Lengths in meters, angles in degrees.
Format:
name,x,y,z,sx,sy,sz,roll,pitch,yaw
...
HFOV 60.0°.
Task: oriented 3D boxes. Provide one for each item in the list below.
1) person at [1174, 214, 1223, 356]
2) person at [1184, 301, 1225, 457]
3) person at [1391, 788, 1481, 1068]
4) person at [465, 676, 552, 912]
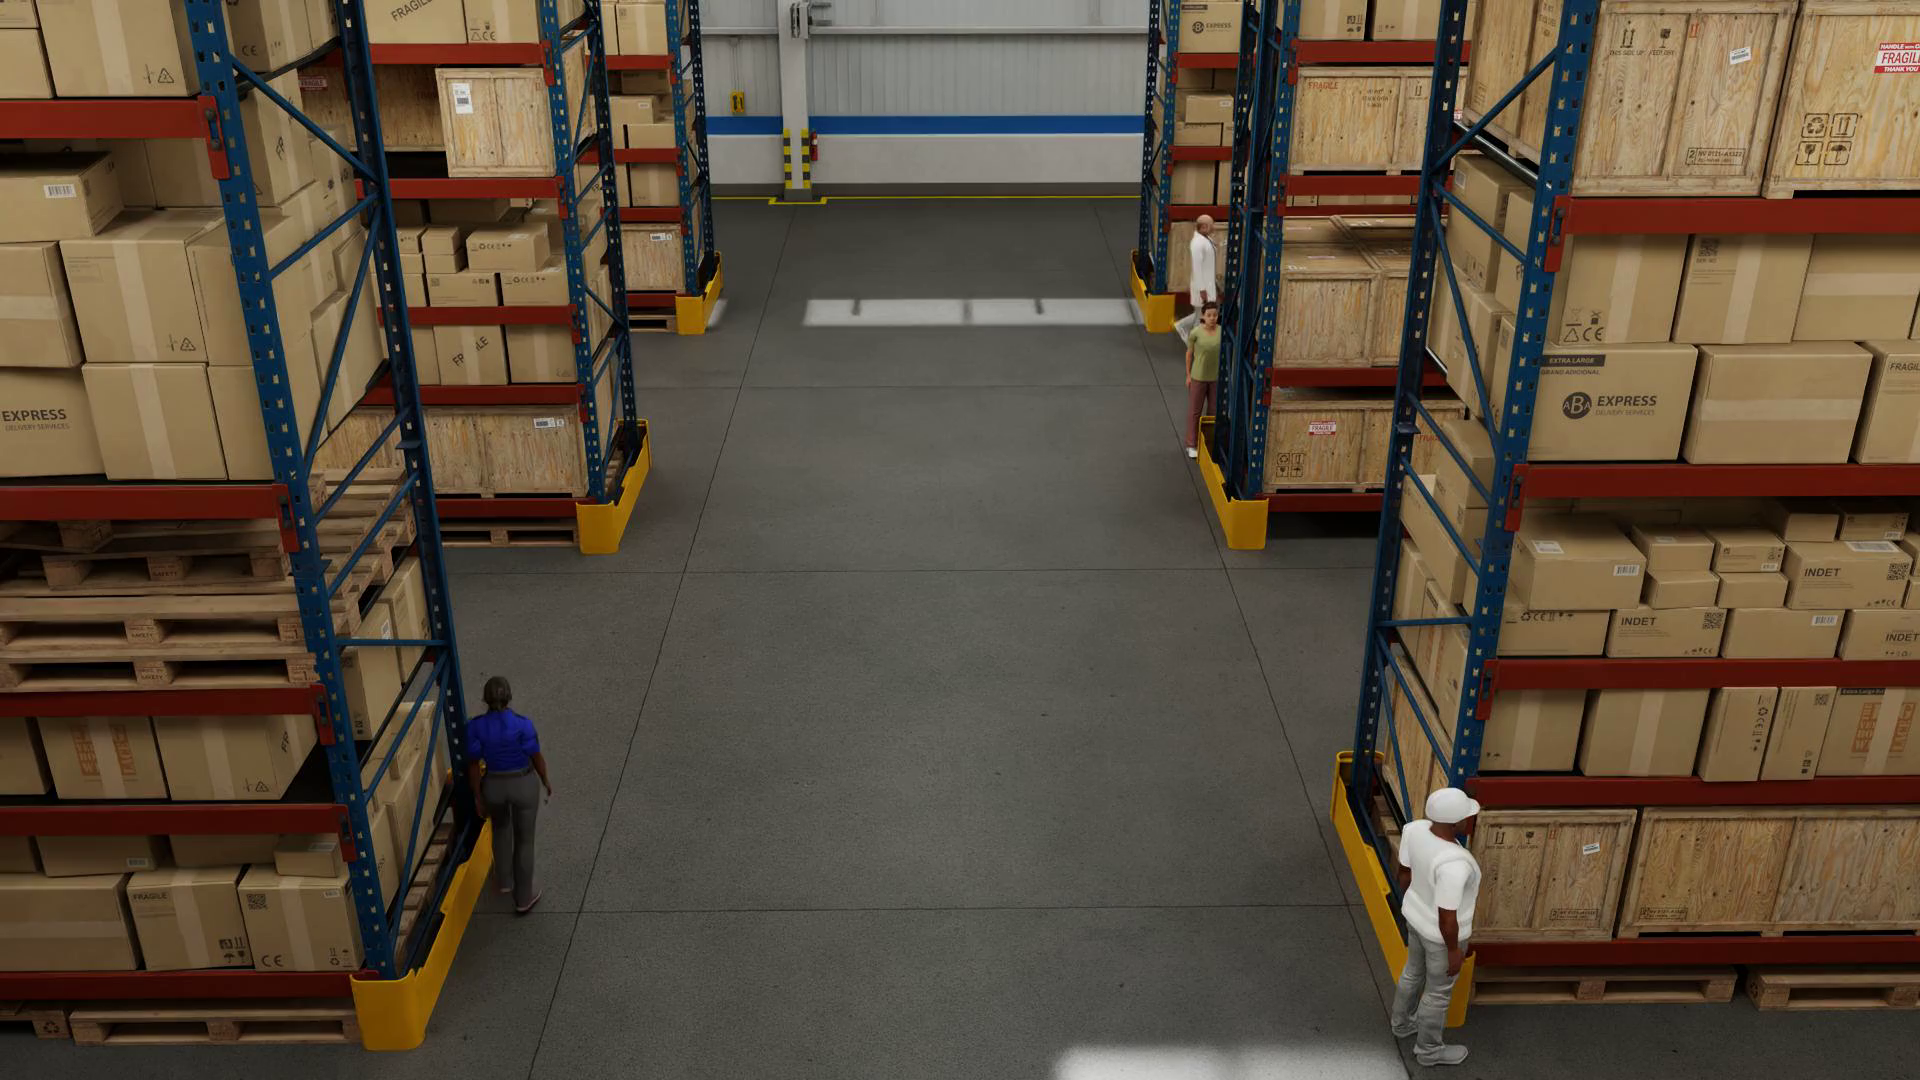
name,x,y,z,sx,sy,sz,roll,pitch,yaw
person,2.988,-3.150,20.575,0.657,1.776,0.612,7,26,14
person,2.623,-1.710,17.642,0.432,1.672,0.382,-5,26,-11
person,2.686,2.138,9.303,0.410,1.769,0.561,-7,26,-15
person,-2.854,1.595,10.579,0.459,1.683,0.426,0,25,0
